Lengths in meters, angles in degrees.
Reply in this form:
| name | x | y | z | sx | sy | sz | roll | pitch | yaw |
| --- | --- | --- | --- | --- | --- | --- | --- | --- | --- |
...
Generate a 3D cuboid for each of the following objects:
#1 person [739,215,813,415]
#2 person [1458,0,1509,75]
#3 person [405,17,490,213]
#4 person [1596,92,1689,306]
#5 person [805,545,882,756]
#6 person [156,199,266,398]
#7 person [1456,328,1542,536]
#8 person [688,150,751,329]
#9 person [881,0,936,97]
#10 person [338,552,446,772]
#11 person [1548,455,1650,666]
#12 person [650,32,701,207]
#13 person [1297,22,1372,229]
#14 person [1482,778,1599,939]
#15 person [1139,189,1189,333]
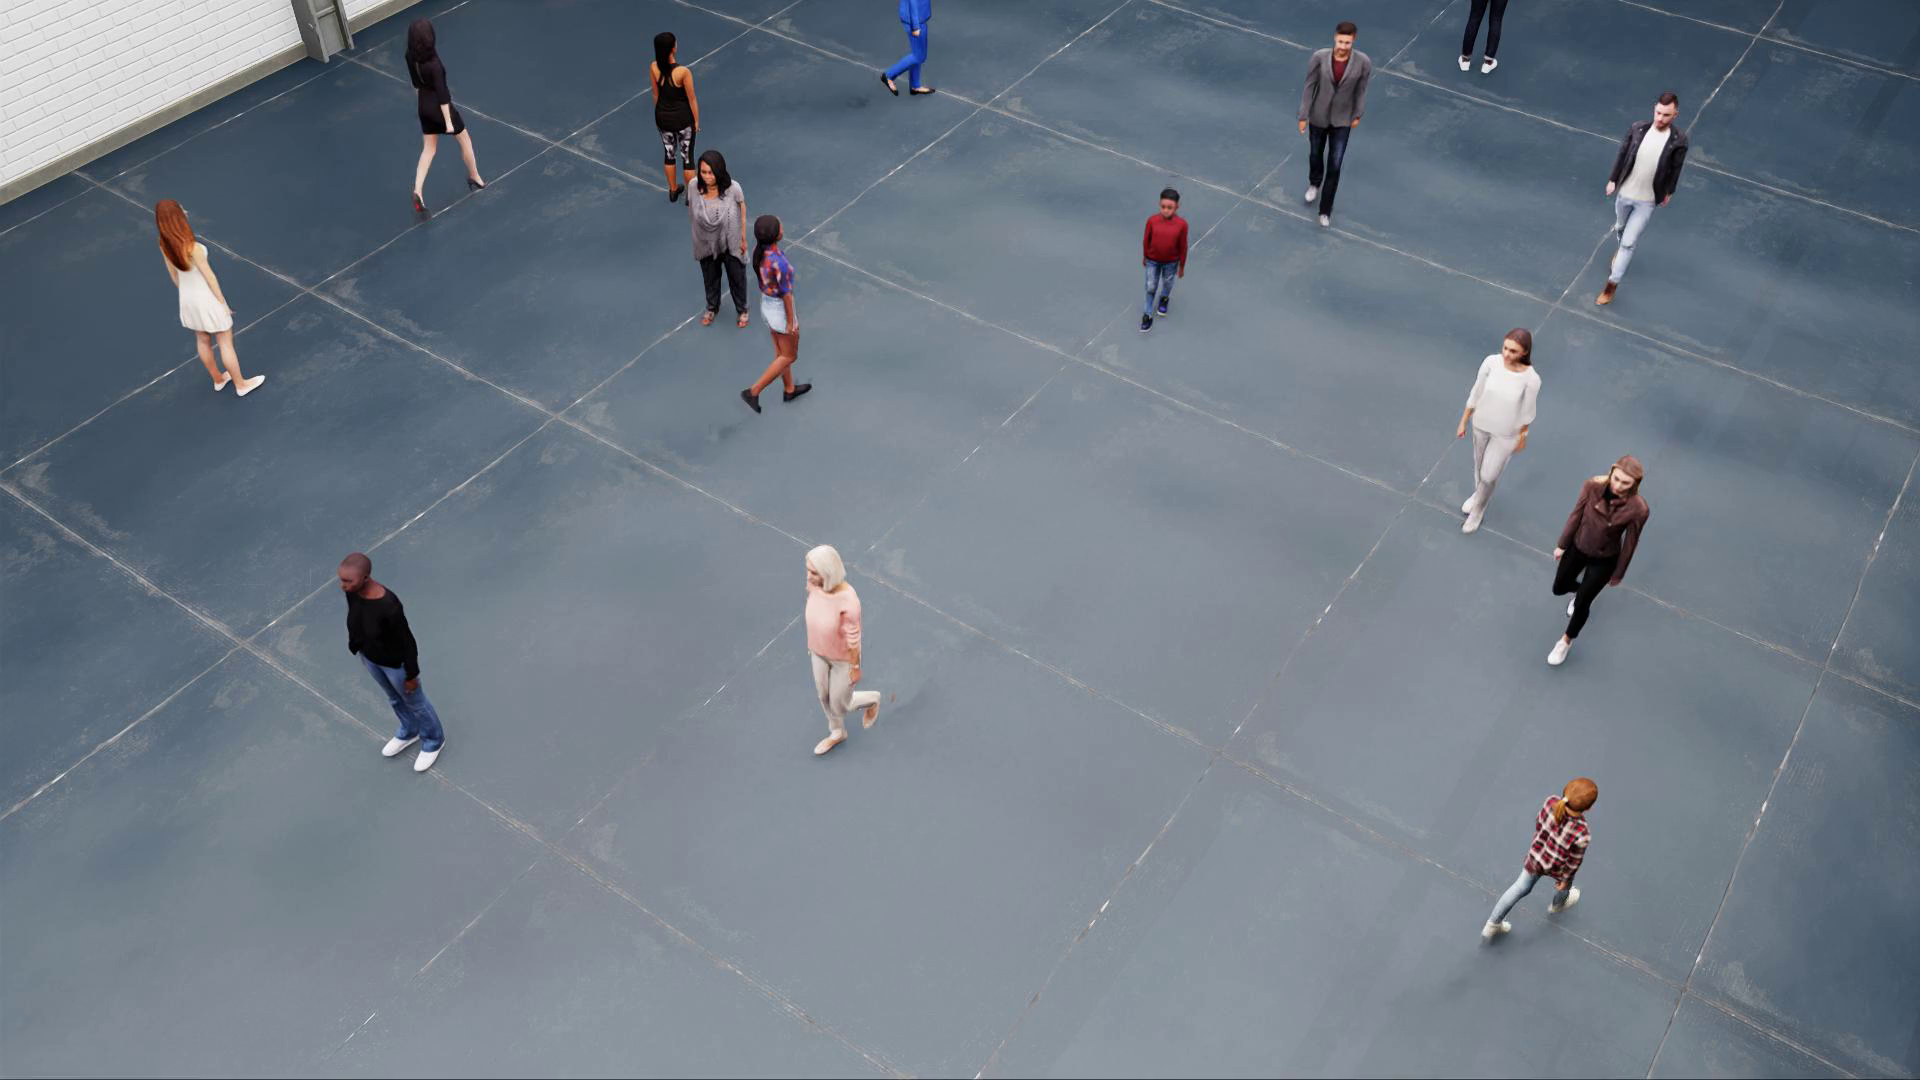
| name | x | y | z | sx | sy | sz | roll | pitch | yaw |
| --- | --- | --- | --- | --- | --- | --- | --- | --- | --- |
| person | -1.458 | -1.692 | 12.680 | 0.985 | 1.731 | 0.764 | -28 | 50 | -26 |
| person | 5.353 | -5.582 | 16.703 | 0.782 | 1.815 | 0.676 | 14 | 45 | 14 |
| person | -4.717 | -3.722 | 14.785 | 0.619 | 1.767 | 1.077 | 24 | 49 | 23 |
| person | 5.711 | -2.944 | 13.936 | 0.669 | 1.811 | 1.124 | 27 | 50 | 25 |
| person | -0.707 | 0.647 | 10.237 | 0.661 | 1.713 | 0.780 | 33 | 53 | 30 |
| person | -5.882 | -1.866 | 12.879 | 0.603 | 1.708 | 0.598 | 16 | 46 | 16 |
| person | 3.861 | -0.847 | 11.835 | 0.658 | 1.672 | 0.734 | 32 | 52 | 29 |
| person | -1.963 | -2.482 | 13.597 | 0.758 | 1.610 | 0.802 | 4 | 44 | 5 |
| person | -0.541 | -5.090 | 16.279 | 0.917 | 1.686 | 0.868 | -3 | 44 | -3 |
| person | -3.476 | 0.710 | 10.145 | 0.610 | 1.749 | 0.554 | 21 | 48 | 21 |
| person | 4.167 | 0.067 | 10.863 | 0.883 | 1.692 | 0.712 | -34 | 53 | -30 |
| person | -2.564 | -3.792 | 14.933 | 0.626 | 1.664 | 0.604 | 12 | 45 | 13 |
| person | 3.310 | -3.784 | 14.805 | 0.920 | 1.828 | 1.182 | 12 | 45 | 13 |
| person | 3.272 | 1.809 | 9.331 | 1.008 | 1.282 | 0.800 | -20 | 47 | -20 |
| person | 1.696 | -2.375 | 13.761 | 0.718 | 1.228 | 0.907 | 9 | 44 | 9 |
